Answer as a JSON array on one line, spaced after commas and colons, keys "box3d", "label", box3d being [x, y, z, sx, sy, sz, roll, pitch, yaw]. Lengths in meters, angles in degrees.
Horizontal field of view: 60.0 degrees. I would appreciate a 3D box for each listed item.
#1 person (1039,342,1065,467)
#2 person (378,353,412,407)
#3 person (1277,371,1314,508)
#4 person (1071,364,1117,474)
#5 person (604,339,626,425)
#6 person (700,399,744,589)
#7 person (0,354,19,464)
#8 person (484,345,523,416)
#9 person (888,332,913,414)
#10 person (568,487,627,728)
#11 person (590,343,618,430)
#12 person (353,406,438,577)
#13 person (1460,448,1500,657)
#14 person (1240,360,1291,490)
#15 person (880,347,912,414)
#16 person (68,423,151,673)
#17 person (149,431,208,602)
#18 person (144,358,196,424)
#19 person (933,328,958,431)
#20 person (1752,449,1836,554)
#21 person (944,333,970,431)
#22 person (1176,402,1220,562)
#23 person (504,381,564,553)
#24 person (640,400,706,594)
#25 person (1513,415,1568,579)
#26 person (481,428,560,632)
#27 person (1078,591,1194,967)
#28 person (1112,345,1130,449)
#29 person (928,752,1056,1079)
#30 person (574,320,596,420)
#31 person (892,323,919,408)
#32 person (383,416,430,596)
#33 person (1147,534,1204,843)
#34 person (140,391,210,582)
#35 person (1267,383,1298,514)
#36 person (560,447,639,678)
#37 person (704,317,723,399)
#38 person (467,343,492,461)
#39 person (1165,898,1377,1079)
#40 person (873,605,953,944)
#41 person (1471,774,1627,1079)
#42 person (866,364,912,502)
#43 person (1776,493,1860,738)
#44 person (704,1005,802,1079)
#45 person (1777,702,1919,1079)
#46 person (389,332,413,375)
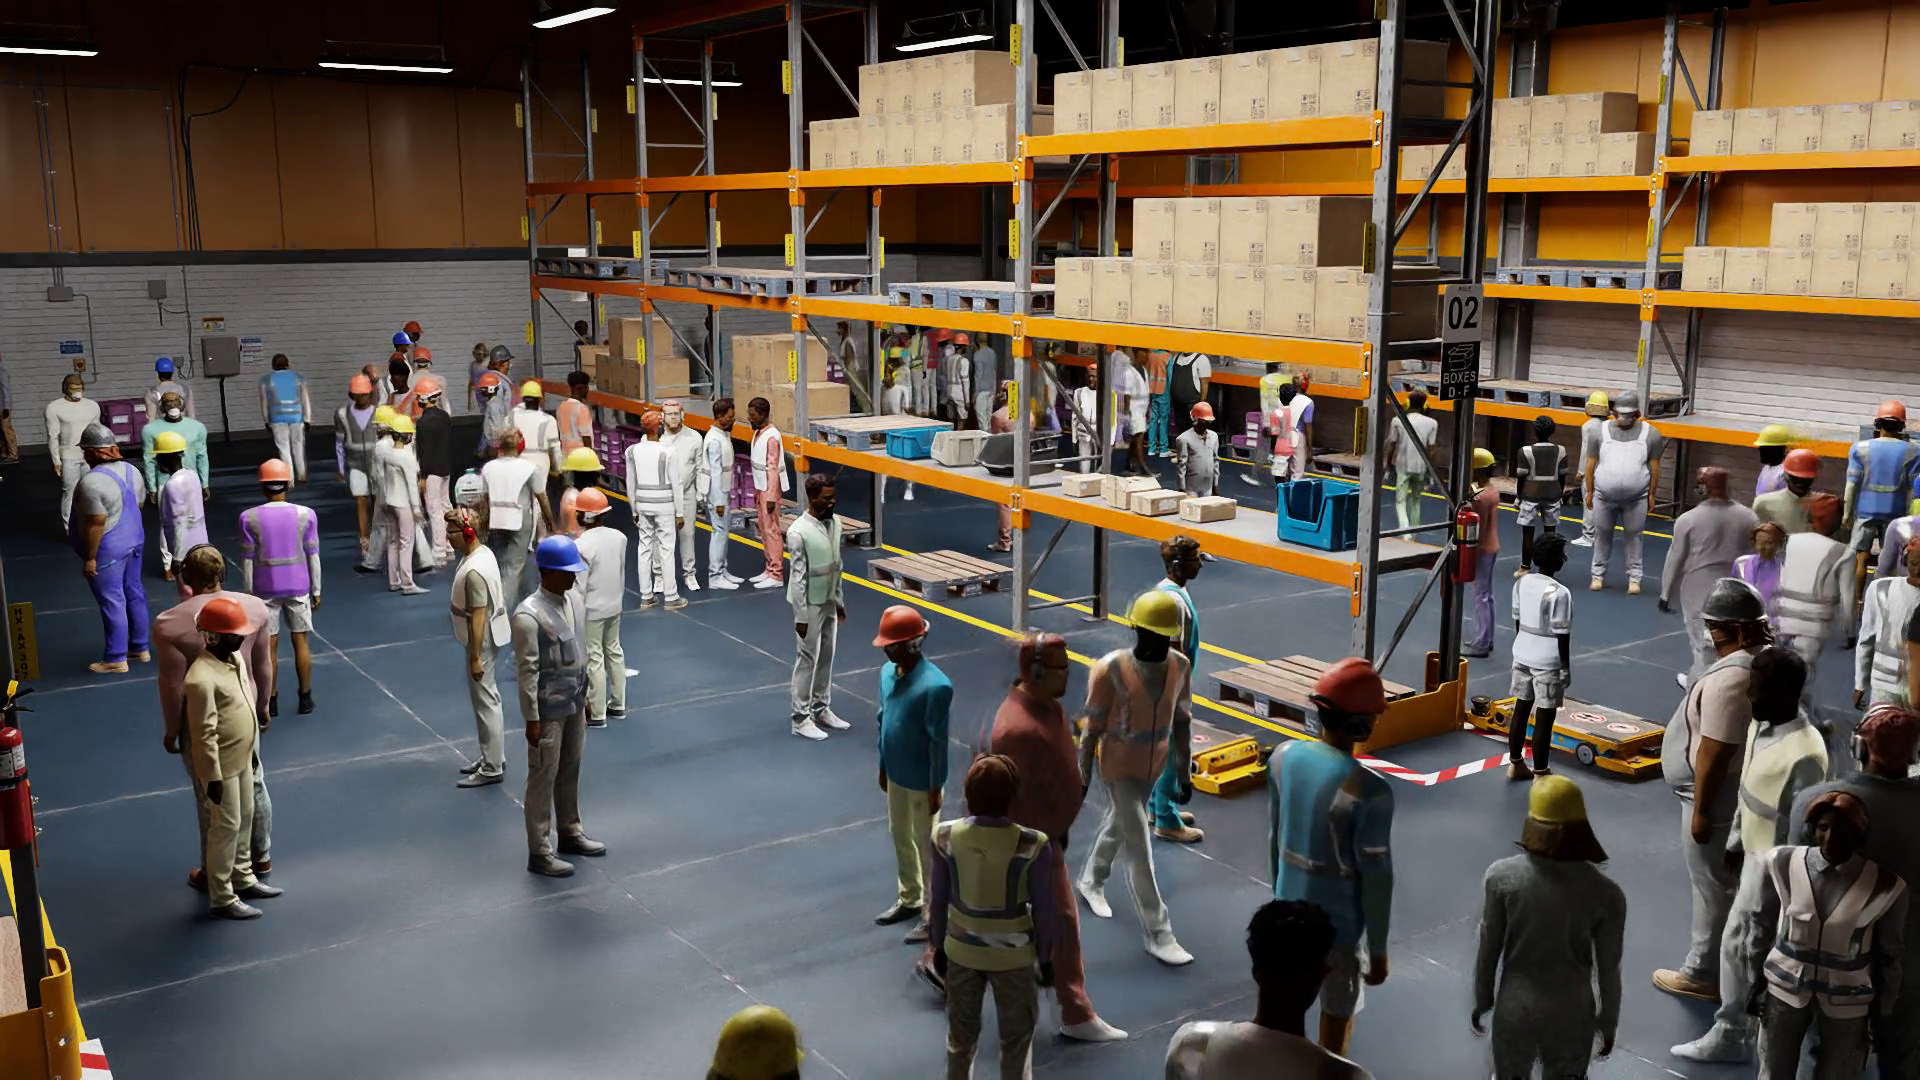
[{"box3d": [1.334, -1.982, 24.455, 0.412, 1.860, 0.544, 2, 11, 8], "label": "person"}, {"box3d": [-7.493, -1.578, 22.363, 0.578, 1.878, 0.340, -4, 12, -18], "label": "person"}, {"box3d": [4.039, -1.124, 20.146, 0.380, 1.836, 0.568, -6, 13, -30], "label": "person"}, {"box3d": [1.651, -1.242, 20.614, 0.575, 1.883, 0.355, 4, 12, 18], "label": "person"}, {"box3d": [-5.885, -2.588, 28.160, 0.510, 1.633, 0.289, -4, 12, -18], "label": "person"}, {"box3d": [-2.394, -0.458, 16.544, 0.399, 1.906, 0.603, 0, 11, -2], "label": "person"}, {"box3d": [-14.380, -2.009, 24.876, 0.573, 1.747, 0.337, 10, 15, 42], "label": "person"}, {"box3d": [-5.872, -1.508, 21.570, 0.539, 2.000, 0.688, -2, 11, -12], "label": "person"}, {"box3d": [-0.987, -2.574, 27.664, 0.591, 1.787, 0.786, 10, 15, 41], "label": "person"}, {"box3d": [-2.645, 0.485, 12.093, 0.318, 1.755, 0.566, 5, 12, 25], "label": "person"}, {"box3d": [-5.736, -2.282, 26.395, 0.607, 1.701, 0.755, 10, 15, 42], "label": "person"}, {"box3d": [-5.795, -0.487, 17.020, 0.950, 1.781, 0.609, 4, 12, 18], "label": "person"}, {"box3d": [4.368, 0.105, 14.025, 0.330, 1.765, 0.533, 6, 13, 30], "label": "person"}, {"box3d": [4.221, -1.619, 22.557, 0.600, 1.873, 0.962, -7, 13, -31], "label": "person"}, {"box3d": [-0.997, -2.098, 25.452, 0.503, 1.698, 0.815, 1, 11, 6], "label": "person"}, {"box3d": [-6.966, 0.058, 13.553, 0.536, 2.000, 0.672, 1, 11, 7], "label": "person"}, {"box3d": [-6.501, 0.049, 13.896, 0.382, 1.924, 0.594, -2, 11, -11], "label": "person"}, {"box3d": [-9.821, -1.295, 20.721, 0.386, 1.948, 0.601, 10, 15, 41], "label": "person"}, {"box3d": [-0.250, -2.531, 27.226, 0.484, 1.901, 0.687, 1, 11, 3], "label": "person"}, {"box3d": [6.229, 0.299, 12.479, 0.642, 1.987, 0.418, 2, 11, 12], "label": "person"}, {"box3d": [-0.010, -2.181, 25.304, 0.388, 1.930, 0.543, -8, 13, -35], "label": "person"}, {"box3d": [2.546, -0.604, 17.702, 0.566, 1.744, 0.350, -7, 13, -33], "label": "person"}, {"box3d": [-4.741, -0.820, 18.456, 0.602, 1.883, 0.981, 2, 11, 8], "label": "person"}, {"box3d": [-2.820, -0.431, 16.390, 0.642, 1.913, 0.408, -3, 12, -17], "label": "person"}, {"box3d": [5.886, -0.421, 16.885, 0.535, 1.700, 0.318, 0, 11, -2], "label": "person"}, {"box3d": [-3.952, -0.109, 15.030, 0.589, 1.794, 0.953, 5, 12, 23], "label": "person"}, {"box3d": [0.894, 1.142, 8.484, 0.593, 1.864, 1.042, -7, 13, -31], "label": "person"}, {"box3d": [2.533, -2.358, 26.460, 0.357, 1.835, 0.516, -8, 14, -35], "label": "person"}, {"box3d": [0.119, 1.638, 6.529, 0.520, 1.633, 0.313, 4, 12, 21], "label": "person"}, {"box3d": [-6.401, -2.803, 28.483, 0.366, 1.933, 0.628, 3, 12, 17], "label": "person"}, {"box3d": [-1.052, -3.473, 31.938, 0.587, 1.920, 0.391, -8, 14, -36], "label": "person"}, {"box3d": [-5.448, -0.340, 16.311, 0.332, 1.762, 0.529, -11, 15, -43], "label": "person"}, {"box3d": [1.275, 0.875, 9.906, 0.398, 1.849, 0.519, 0, 11, -1], "label": "person"}, {"box3d": [-7.966, -0.555, 16.955, 0.632, 1.940, 0.372, -8, 14, -37], "label": "person"}, {"box3d": [3.942, -1.051, 20.113, 0.537, 1.695, 0.320, -6, 13, -28], "label": "person"}, {"box3d": [-3.071, 0.194, 13.237, 0.875, 1.901, 0.591, -3, 11, -13], "label": "person"}, {"box3d": [-4.625, -3.275, 31.113, 0.345, 1.846, 0.508, 2, 11, 12], "label": "person"}, {"box3d": [-7.272, -2.120, 25.418, 0.593, 1.780, 1.013, 4, 12, 22], "label": "person"}, {"box3d": [0.826, 1.886, 4.390, 0.612, 1.963, 0.362, 7, 13, 32], "label": "person"}, {"box3d": [-0.264, 1.184, 8.564, 0.354, 1.738, 0.577, -8, 14, -35], "label": "person"}, {"box3d": [2.119, 1.688, 6.010, 0.511, 1.720, 0.375, 5, 12, 23], "label": "person"}, {"box3d": [-0.880, -1.360, 21.410, 0.616, 1.803, 0.993, 5, 12, 25], "label": "person"}, {"box3d": [5.813, 0.595, 11.315, 0.932, 1.837, 0.574, -5, 12, -26], "label": "person"}, {"box3d": [-0.524, 2.024, 4.287, 0.490, 1.734, 0.326, 6, 12, 27], "label": "person"}, {"box3d": [3.438, 1.546, 6.318, 0.647, 1.899, 0.399, 4, 12, 18], "label": "person"}, {"box3d": [-8.437, -2.172, 25.204, 0.388, 1.947, 0.614, -3, 11, -14], "label": "person"}]
